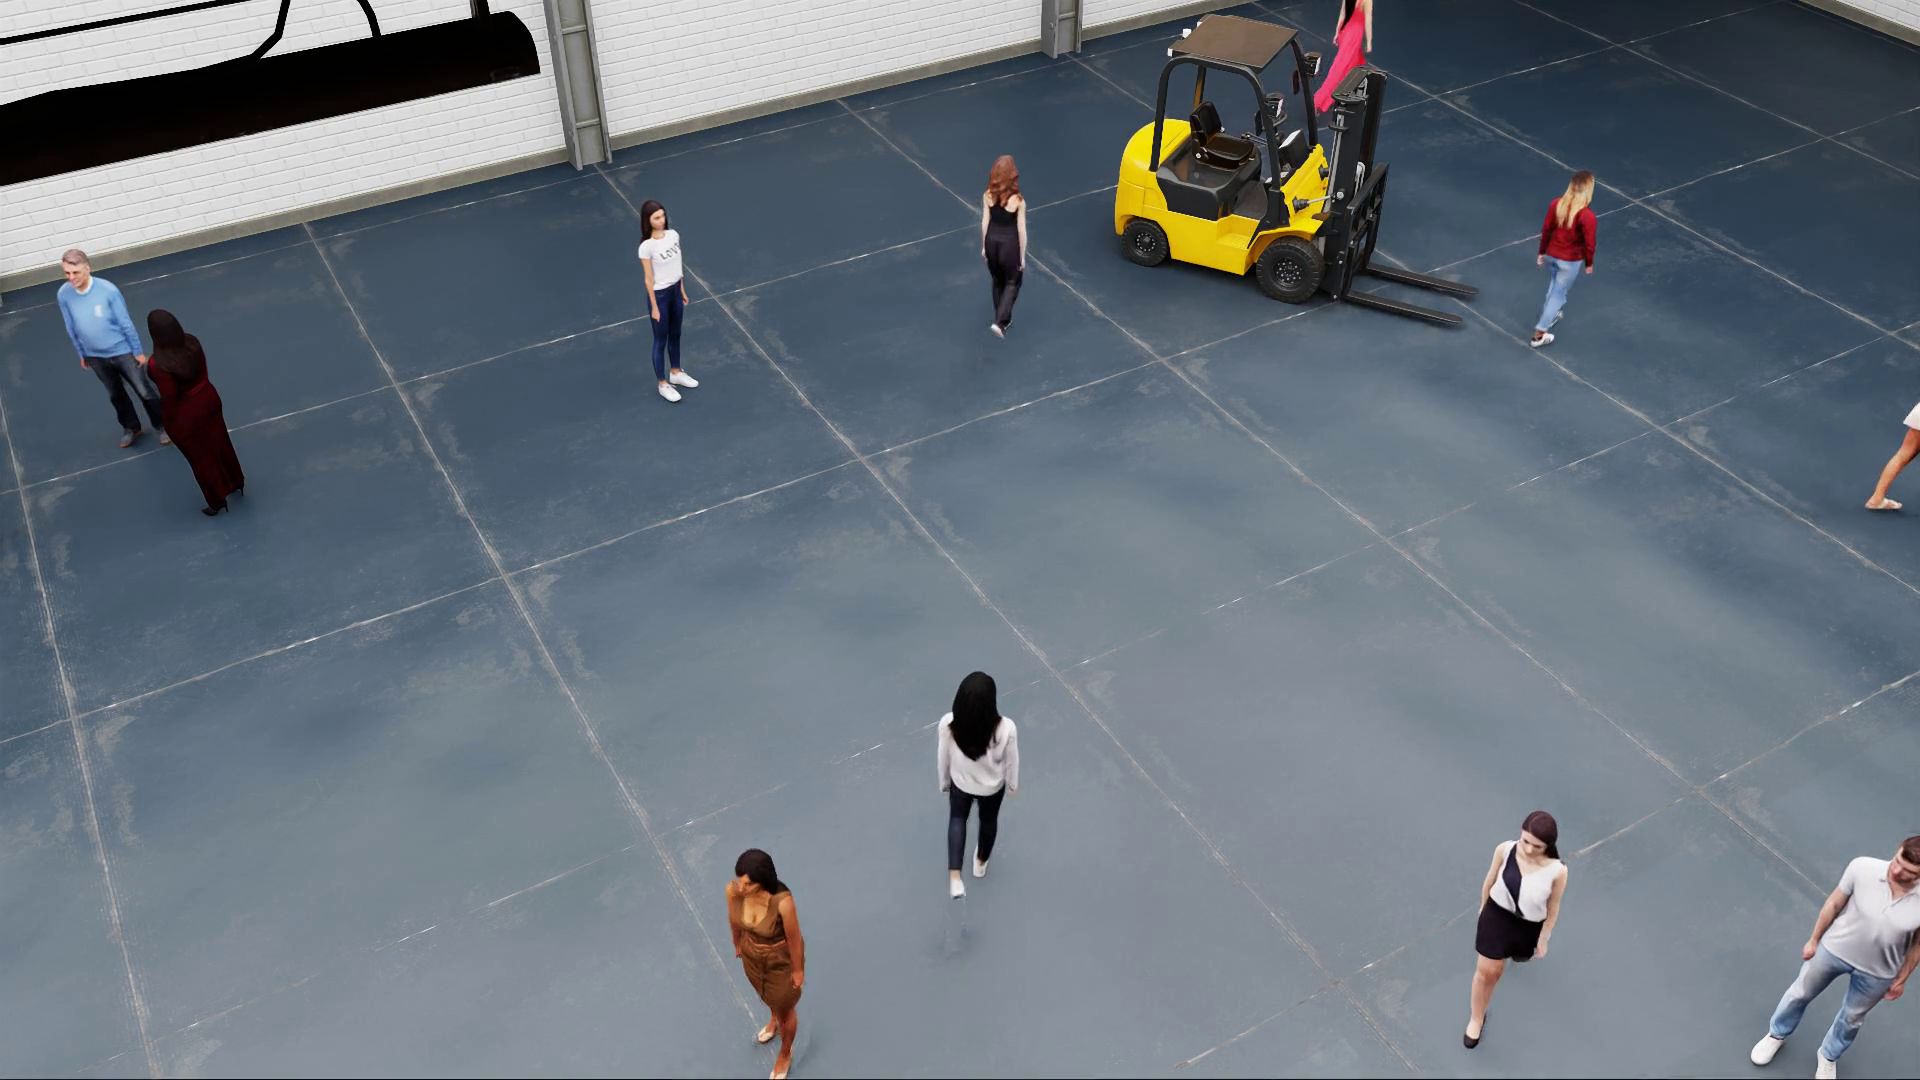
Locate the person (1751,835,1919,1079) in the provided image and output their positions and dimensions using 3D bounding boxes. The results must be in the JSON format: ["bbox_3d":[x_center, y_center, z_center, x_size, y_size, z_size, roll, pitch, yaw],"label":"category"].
[{"bbox_3d":[4.652,2.143,8.600,0.724,1.852,0.705,23,44,26],"label":"person"}]

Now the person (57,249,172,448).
[{"bbox_3d":[-6.764,-1.541,13.253,0.688,1.800,0.809,0,39,0],"label":"person"}]

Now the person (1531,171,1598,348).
[{"bbox_3d":[5.212,-2.421,14.509,0.819,1.609,0.641,-21,43,-25],"label":"person"}]

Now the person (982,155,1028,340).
[{"bbox_3d":[0.348,-2.503,14.512,0.872,1.733,0.953,13,40,15],"label":"person"}]

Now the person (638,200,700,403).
[{"bbox_3d":[-2.469,-2.008,13.859,0.727,1.775,0.615,20,43,23],"label":"person"}]

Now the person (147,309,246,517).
[{"bbox_3d":[-5.796,-0.979,12.584,0.816,1.757,0.758,9,40,11],"label":"person"}]

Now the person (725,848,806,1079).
[{"bbox_3d":[-0.966,2.149,8.731,0.742,1.678,0.800,20,43,23],"label":"person"}]

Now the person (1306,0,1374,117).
[{"bbox_3d":[4.198,-5.421,18.211,1.136,1.677,0.644,-17,41,-20],"label":"person"}]

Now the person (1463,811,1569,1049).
[{"bbox_3d":[3.013,2.010,8.949,0.914,1.623,1.082,17,42,20],"label":"person"}]

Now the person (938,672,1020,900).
[{"bbox_3d":[0.088,1.450,9.601,0.913,1.685,0.944,5,39,6],"label":"person"}]
